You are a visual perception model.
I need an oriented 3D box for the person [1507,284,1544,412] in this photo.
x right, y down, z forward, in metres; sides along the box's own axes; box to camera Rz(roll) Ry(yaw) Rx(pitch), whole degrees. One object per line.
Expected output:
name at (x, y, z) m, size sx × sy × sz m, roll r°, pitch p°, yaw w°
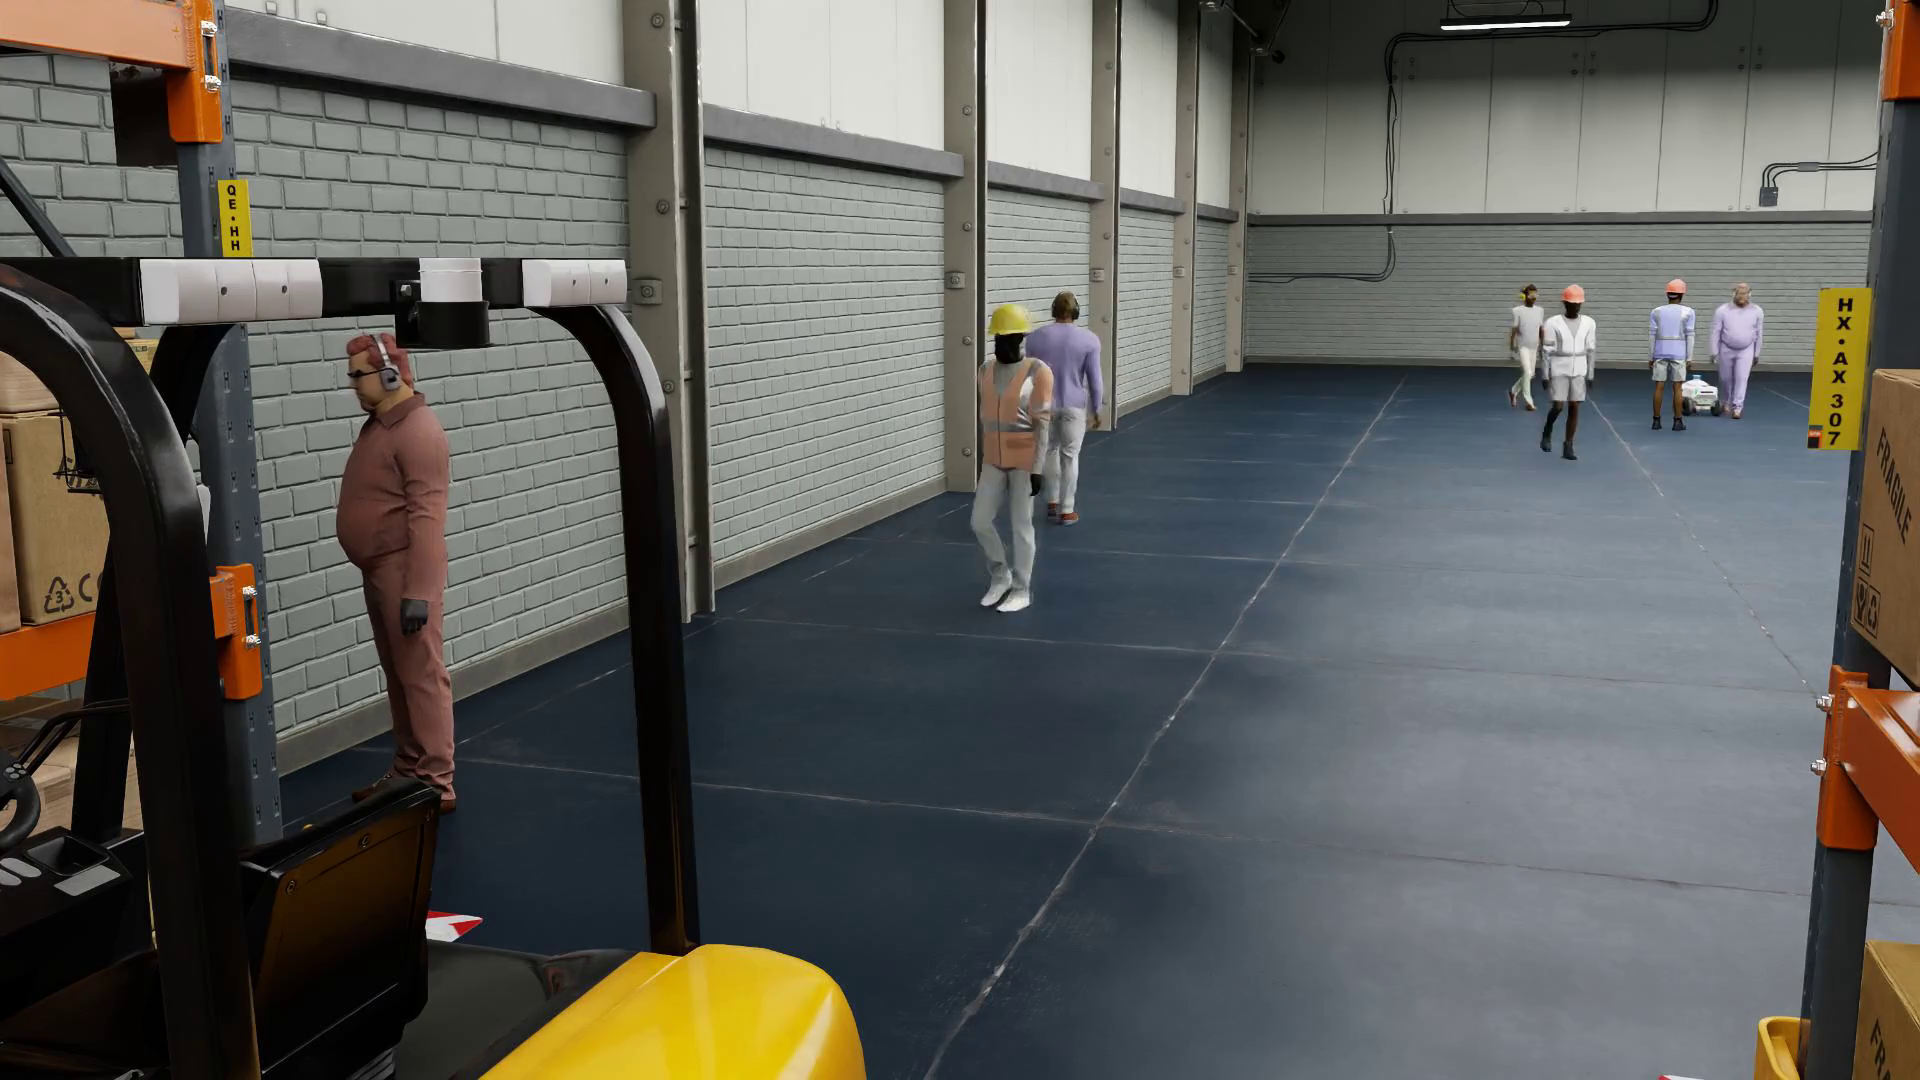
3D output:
person at (8.270, -2.814, 24.295) m, size 0.527 × 1.845 × 0.796 m, roll -3°, pitch 10°, yaw -15°

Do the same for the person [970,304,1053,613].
person at (0.310, -0.488, 10.224) m, size 0.593 × 1.910 × 0.431 m, roll 7°, pitch 12°, yaw 35°

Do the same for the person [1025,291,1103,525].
person at (0.882, -1.101, 13.846) m, size 0.665 × 1.920 × 0.613 m, roll 3°, pitch 10°, yaw 18°

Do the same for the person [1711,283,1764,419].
person at (10.817, -2.644, 23.173) m, size 0.643 × 1.878 × 0.901 m, roll 5°, pitch 11°, yaw 25°

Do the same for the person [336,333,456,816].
person at (-2.198, 0.149, 6.472) m, size 0.407 × 1.902 × 0.639 m, roll -6°, pitch 11°, yaw -32°

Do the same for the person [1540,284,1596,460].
person at (6.677, -1.842, 18.280) m, size 0.556 × 1.924 × 0.539 m, roll 0°, pitch 10°, yaw 0°

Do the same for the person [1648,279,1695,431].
person at (9.136, -2.374, 21.379) m, size 0.547 × 1.938 × 0.377 m, roll 7°, pitch 12°, yaw 35°

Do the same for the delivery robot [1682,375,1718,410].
delivery robot at (10.397, -2.085, 23.495) m, size 0.477 × 0.478 × 0.707 m, roll 0°, pitch 10°, yaw 0°
